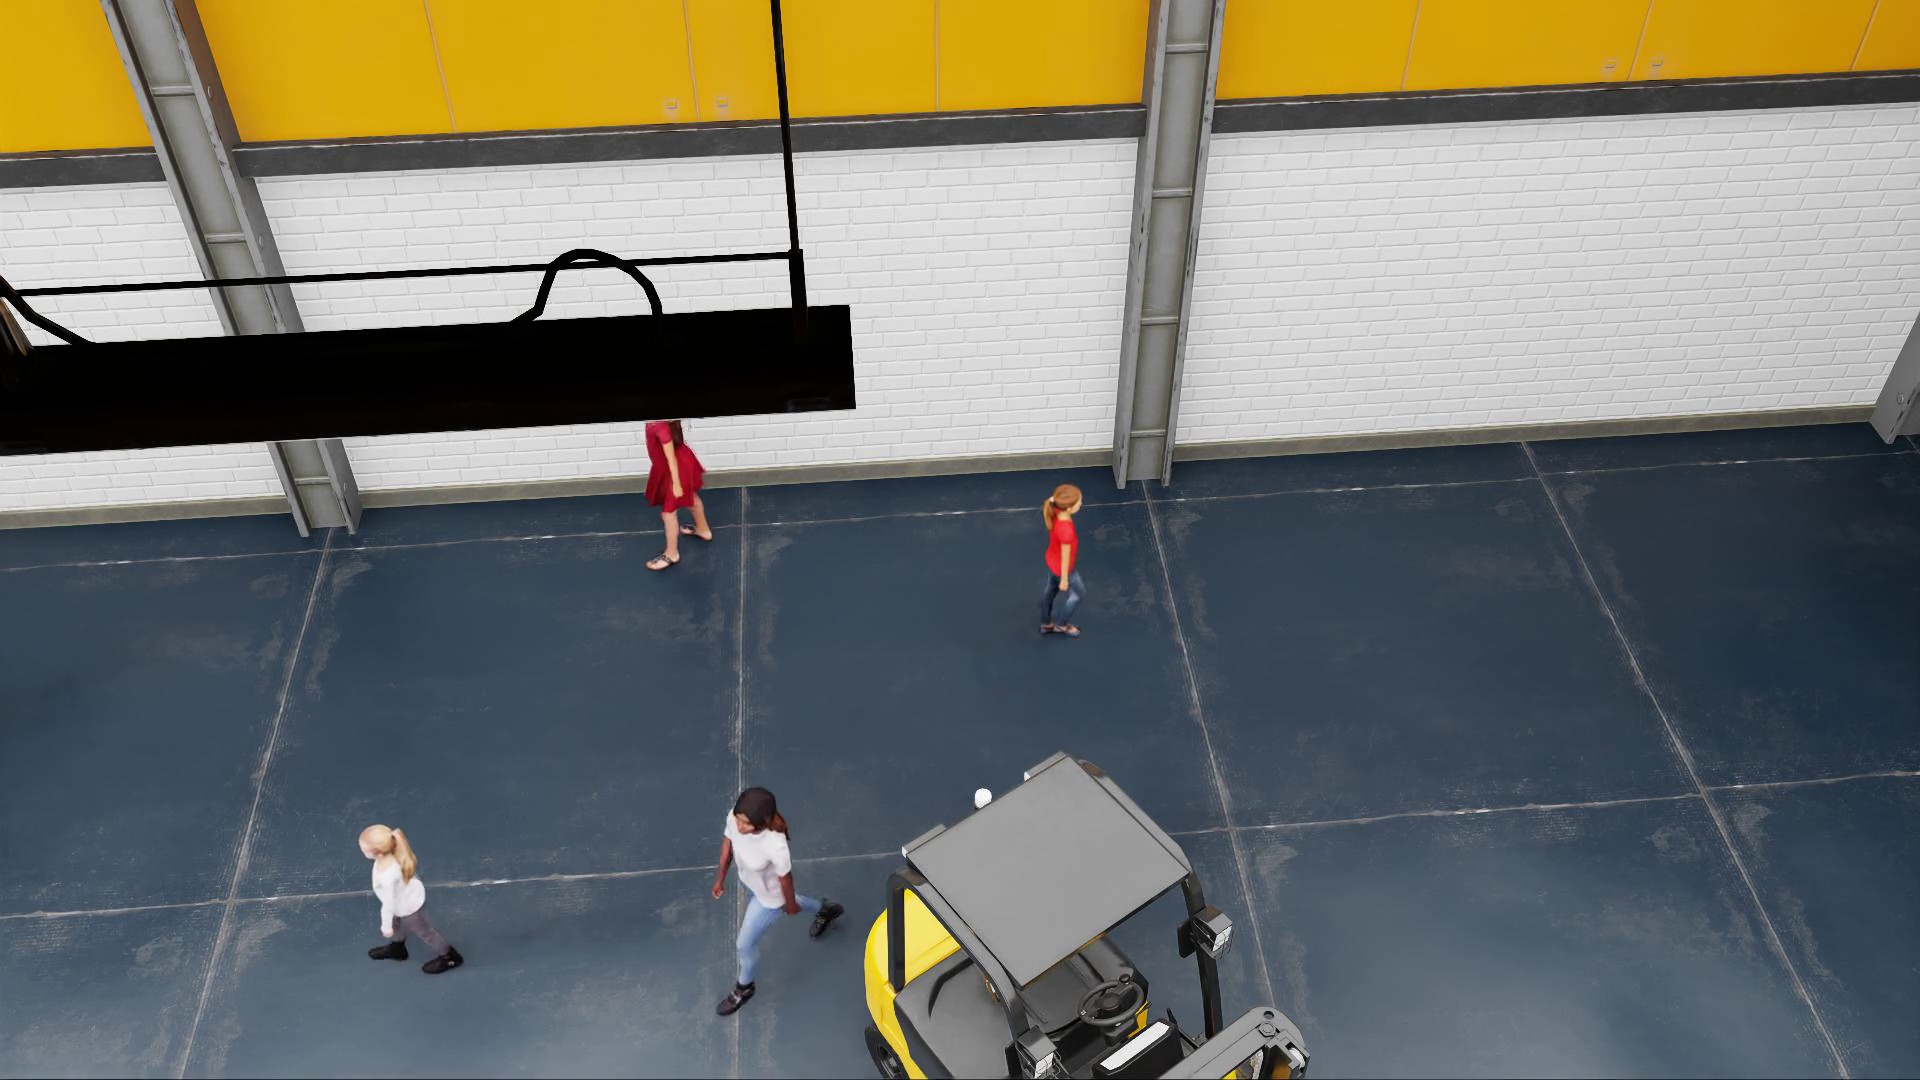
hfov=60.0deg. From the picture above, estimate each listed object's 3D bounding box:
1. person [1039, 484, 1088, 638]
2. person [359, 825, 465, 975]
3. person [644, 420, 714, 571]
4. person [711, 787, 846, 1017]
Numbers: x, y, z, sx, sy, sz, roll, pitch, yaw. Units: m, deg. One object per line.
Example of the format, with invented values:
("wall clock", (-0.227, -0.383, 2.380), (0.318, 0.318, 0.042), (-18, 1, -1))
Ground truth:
("person", (0.602, 0.164, 10.948), (0.541, 1.303, 0.533), (-8, 44, -8))
("person", (-2.958, 1.961, 9.092), (0.768, 1.260, 0.558), (-8, 44, -8))
("person", (-1.950, -0.513, 11.492), (0.791, 1.532, 0.661), (-7, 44, -7))
("person", (-0.983, 1.822, 8.932), (1.209, 1.683, 1.024), (-28, 50, -26))
